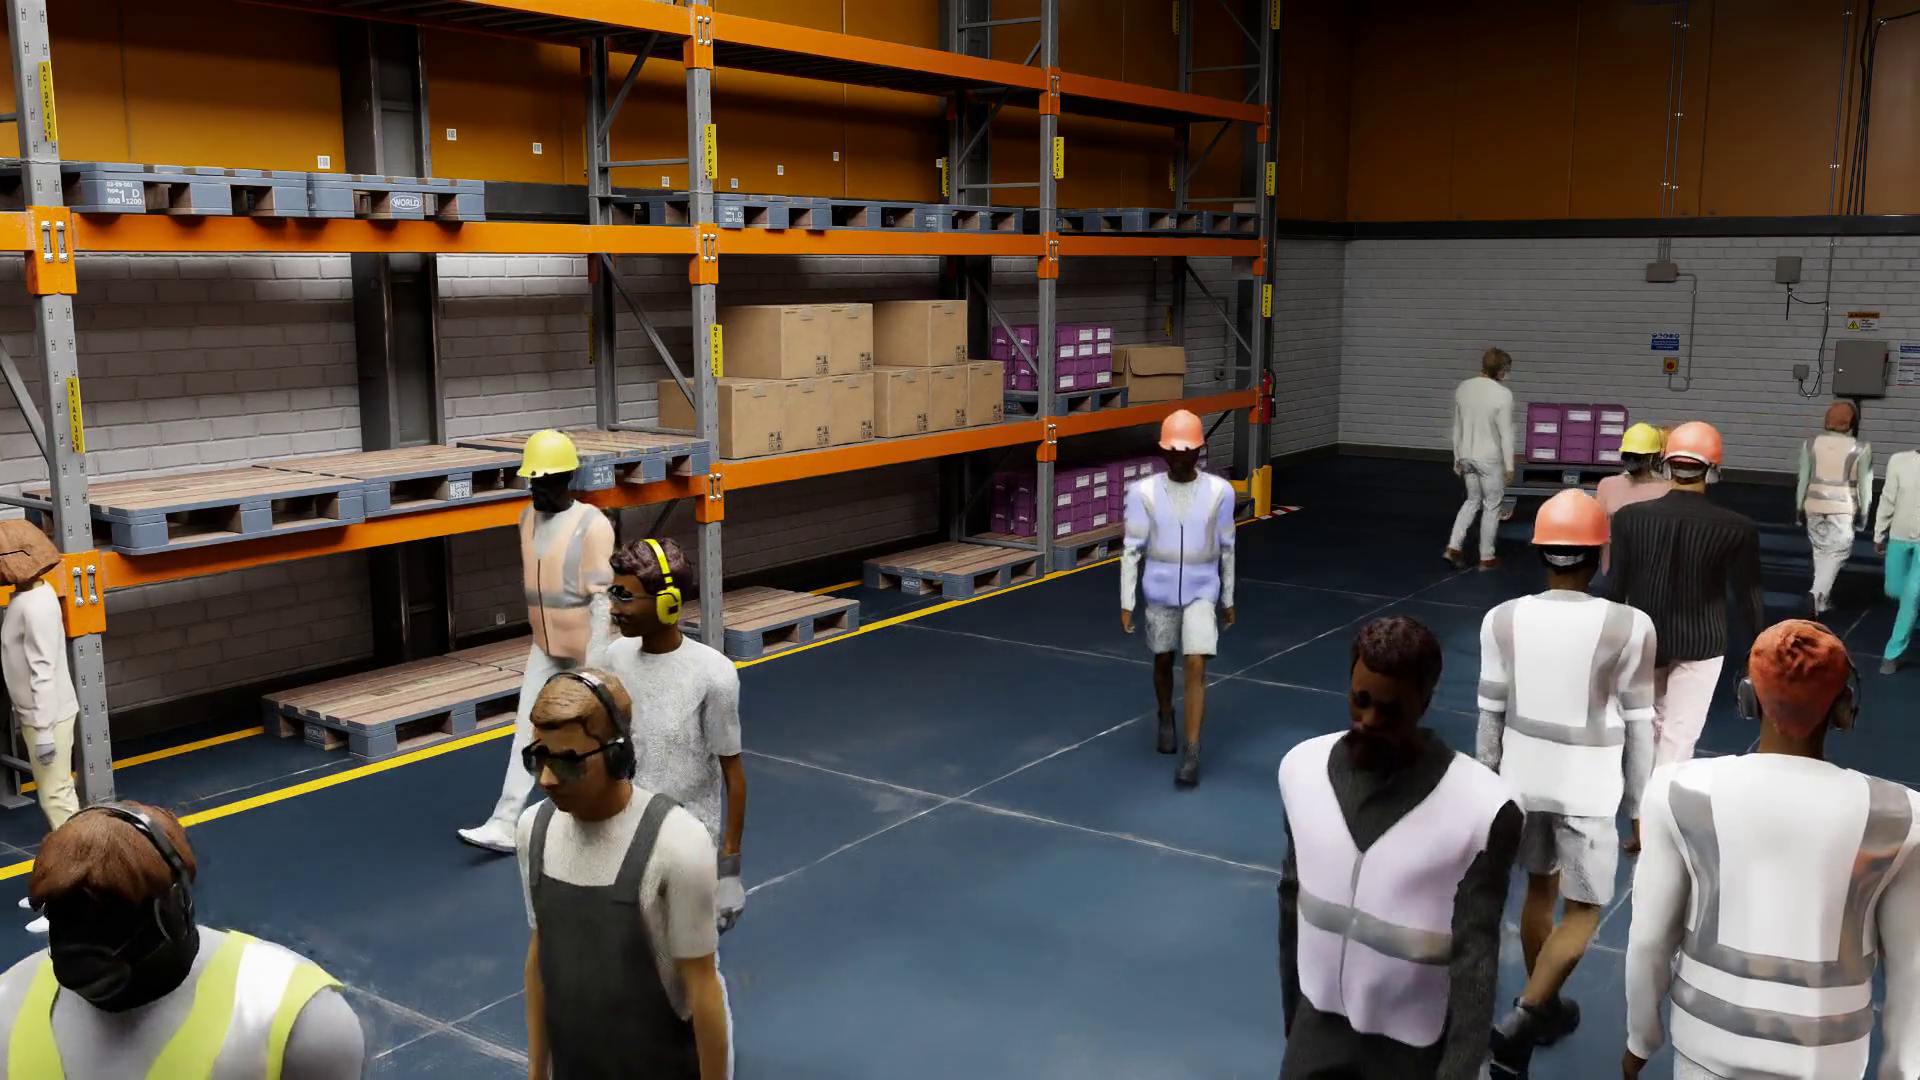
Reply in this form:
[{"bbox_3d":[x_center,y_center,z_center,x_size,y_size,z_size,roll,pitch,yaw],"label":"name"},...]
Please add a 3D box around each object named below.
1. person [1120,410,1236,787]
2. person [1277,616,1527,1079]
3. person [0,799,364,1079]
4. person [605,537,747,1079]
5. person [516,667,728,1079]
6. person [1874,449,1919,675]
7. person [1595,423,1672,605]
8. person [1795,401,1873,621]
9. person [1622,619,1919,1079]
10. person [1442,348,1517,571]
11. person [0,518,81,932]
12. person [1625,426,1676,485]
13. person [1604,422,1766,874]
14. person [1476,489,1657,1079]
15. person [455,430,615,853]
[{"bbox_3d":[1.119,0.266,8.541,0.578,1.880,1.015,1,10,8],"label":"person"},{"bbox_3d":[0.989,1.064,3.769,0.608,1.890,0.765,8,13,41],"label":"person"},{"bbox_3d":[-1.278,1.308,2.540,0.651,1.807,0.866,1,10,4],"label":"person"},{"bbox_3d":[-0.836,0.910,4.752,0.521,1.864,0.335,6,11,33],"label":"person"},{"bbox_3d":[-0.666,1.135,3.540,0.546,1.824,0.549,6,11,30],"label":"person"},{"bbox_3d":[6.182,-0.004,10.655,0.712,1.719,0.549,-7,12,-36],"label":"person"},{"bbox_3d":[3.868,0.180,9.515,0.904,1.722,0.525,-6,11,-32],"label":"person"},{"bbox_3d":[6.362,-0.210,12.175,0.711,1.611,0.519,-8,13,-40],"label":"person"},{"bbox_3d":[1.734,1.097,3.567,0.584,1.883,0.339,4,10,24],"label":"person"},{"bbox_3d":[4.447,-0.664,14.000,0.479,1.904,0.657,-5,11,-28],"label":"person"},{"bbox_3d":[-3.644,0.720,6.588,0.275,1.629,0.500,-6,11,-31],"label":"person"},{"bbox_3d":[4.348,0.096,10.365,0.547,1.605,0.624,1,10,7],"label":"person"},{"bbox_3d":[3.145,0.456,7.239,0.646,1.939,1.045,7,12,36],"label":"person"},{"bbox_3d":[1.876,0.796,5.291,0.539,1.908,0.823,8,13,41],"label":"person"},{"bbox_3d":[-1.790,0.459,7.366,0.604,1.876,1.005,6,11,33],"label":"person"}]
